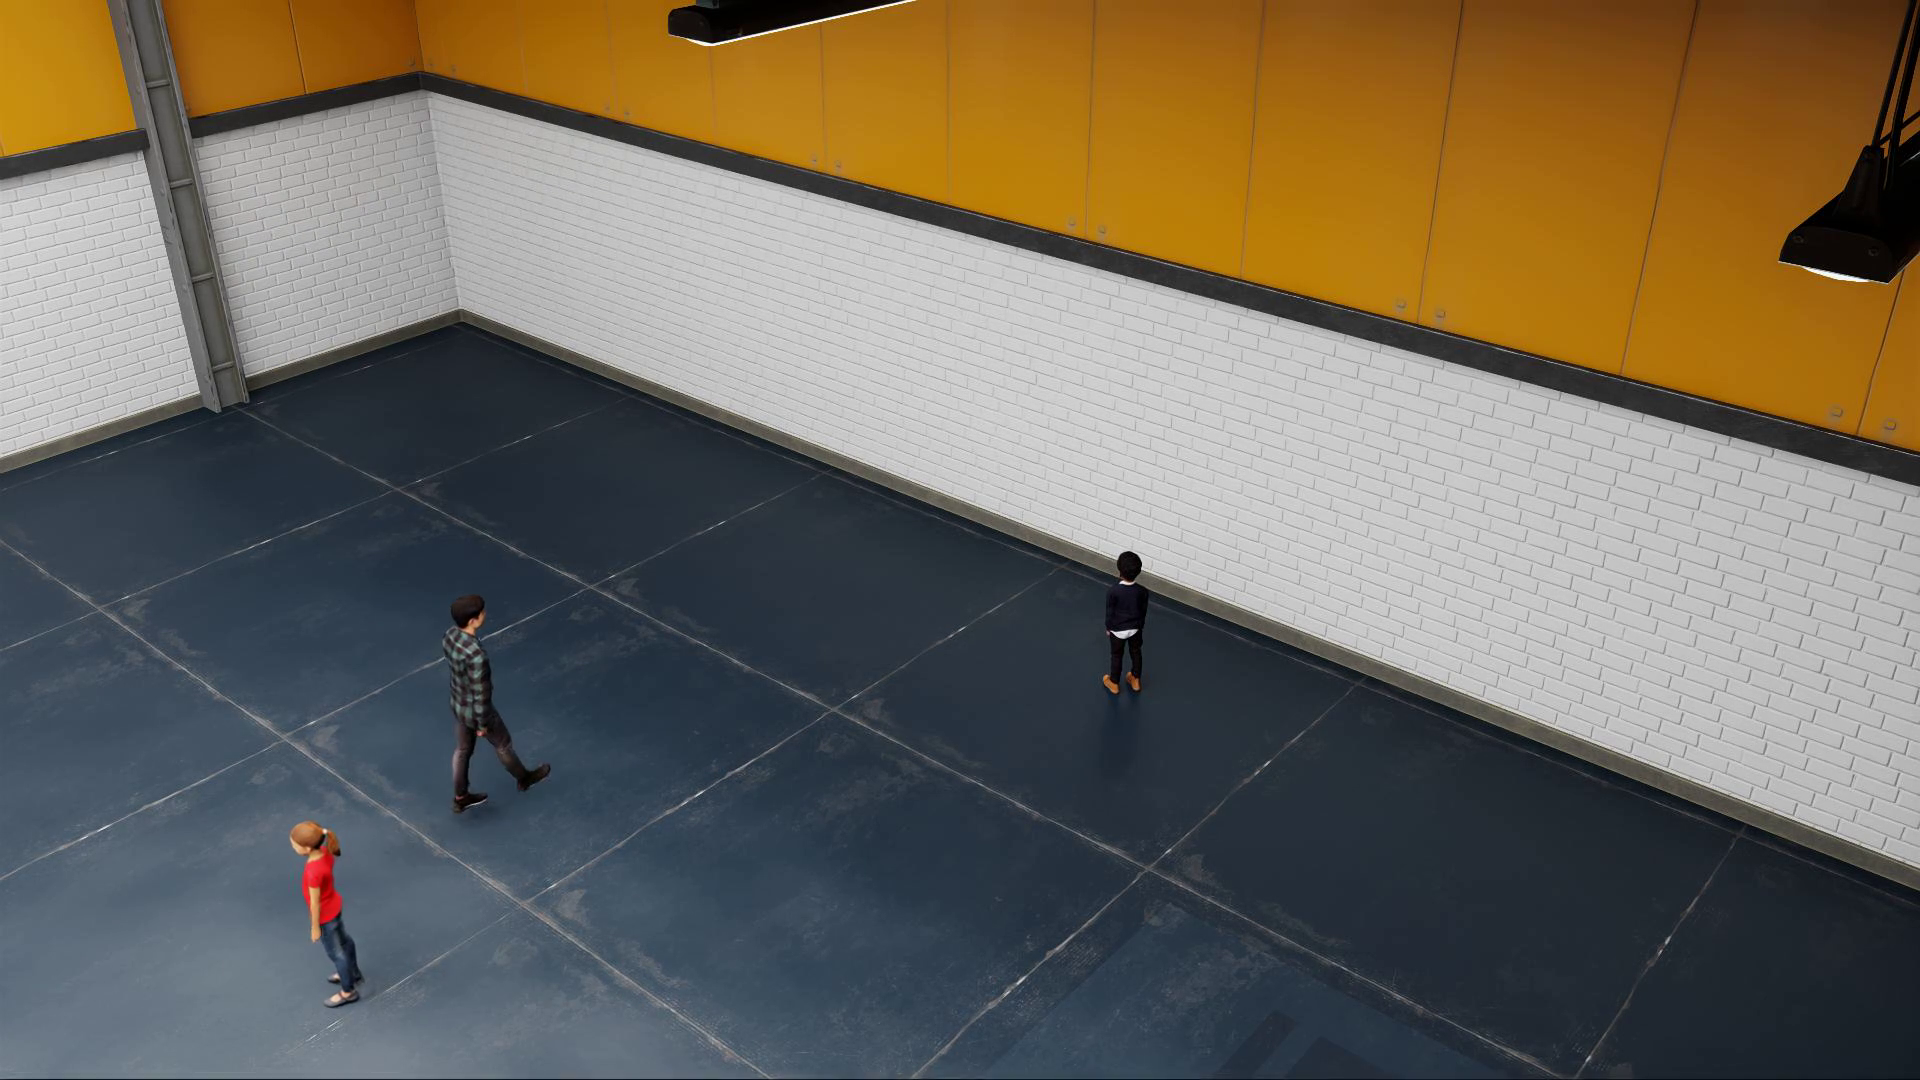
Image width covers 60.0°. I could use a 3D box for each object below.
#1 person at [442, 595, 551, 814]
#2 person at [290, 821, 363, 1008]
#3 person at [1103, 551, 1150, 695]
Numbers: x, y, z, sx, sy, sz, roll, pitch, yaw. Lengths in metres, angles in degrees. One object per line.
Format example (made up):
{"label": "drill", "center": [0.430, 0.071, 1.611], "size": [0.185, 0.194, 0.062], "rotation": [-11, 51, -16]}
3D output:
{"label": "person", "center": [-3.453, 1.163, 11.539], "size": [0.708, 1.685, 0.963], "rotation": [24, 37, 37]}
{"label": "person", "center": [-3.833, 2.247, 10.118], "size": [0.640, 1.307, 0.591], "rotation": [-5, 29, -10]}
{"label": "person", "center": [1.318, 0.651, 13.133], "size": [0.554, 1.222, 0.632], "rotation": [-6, 29, -11]}
